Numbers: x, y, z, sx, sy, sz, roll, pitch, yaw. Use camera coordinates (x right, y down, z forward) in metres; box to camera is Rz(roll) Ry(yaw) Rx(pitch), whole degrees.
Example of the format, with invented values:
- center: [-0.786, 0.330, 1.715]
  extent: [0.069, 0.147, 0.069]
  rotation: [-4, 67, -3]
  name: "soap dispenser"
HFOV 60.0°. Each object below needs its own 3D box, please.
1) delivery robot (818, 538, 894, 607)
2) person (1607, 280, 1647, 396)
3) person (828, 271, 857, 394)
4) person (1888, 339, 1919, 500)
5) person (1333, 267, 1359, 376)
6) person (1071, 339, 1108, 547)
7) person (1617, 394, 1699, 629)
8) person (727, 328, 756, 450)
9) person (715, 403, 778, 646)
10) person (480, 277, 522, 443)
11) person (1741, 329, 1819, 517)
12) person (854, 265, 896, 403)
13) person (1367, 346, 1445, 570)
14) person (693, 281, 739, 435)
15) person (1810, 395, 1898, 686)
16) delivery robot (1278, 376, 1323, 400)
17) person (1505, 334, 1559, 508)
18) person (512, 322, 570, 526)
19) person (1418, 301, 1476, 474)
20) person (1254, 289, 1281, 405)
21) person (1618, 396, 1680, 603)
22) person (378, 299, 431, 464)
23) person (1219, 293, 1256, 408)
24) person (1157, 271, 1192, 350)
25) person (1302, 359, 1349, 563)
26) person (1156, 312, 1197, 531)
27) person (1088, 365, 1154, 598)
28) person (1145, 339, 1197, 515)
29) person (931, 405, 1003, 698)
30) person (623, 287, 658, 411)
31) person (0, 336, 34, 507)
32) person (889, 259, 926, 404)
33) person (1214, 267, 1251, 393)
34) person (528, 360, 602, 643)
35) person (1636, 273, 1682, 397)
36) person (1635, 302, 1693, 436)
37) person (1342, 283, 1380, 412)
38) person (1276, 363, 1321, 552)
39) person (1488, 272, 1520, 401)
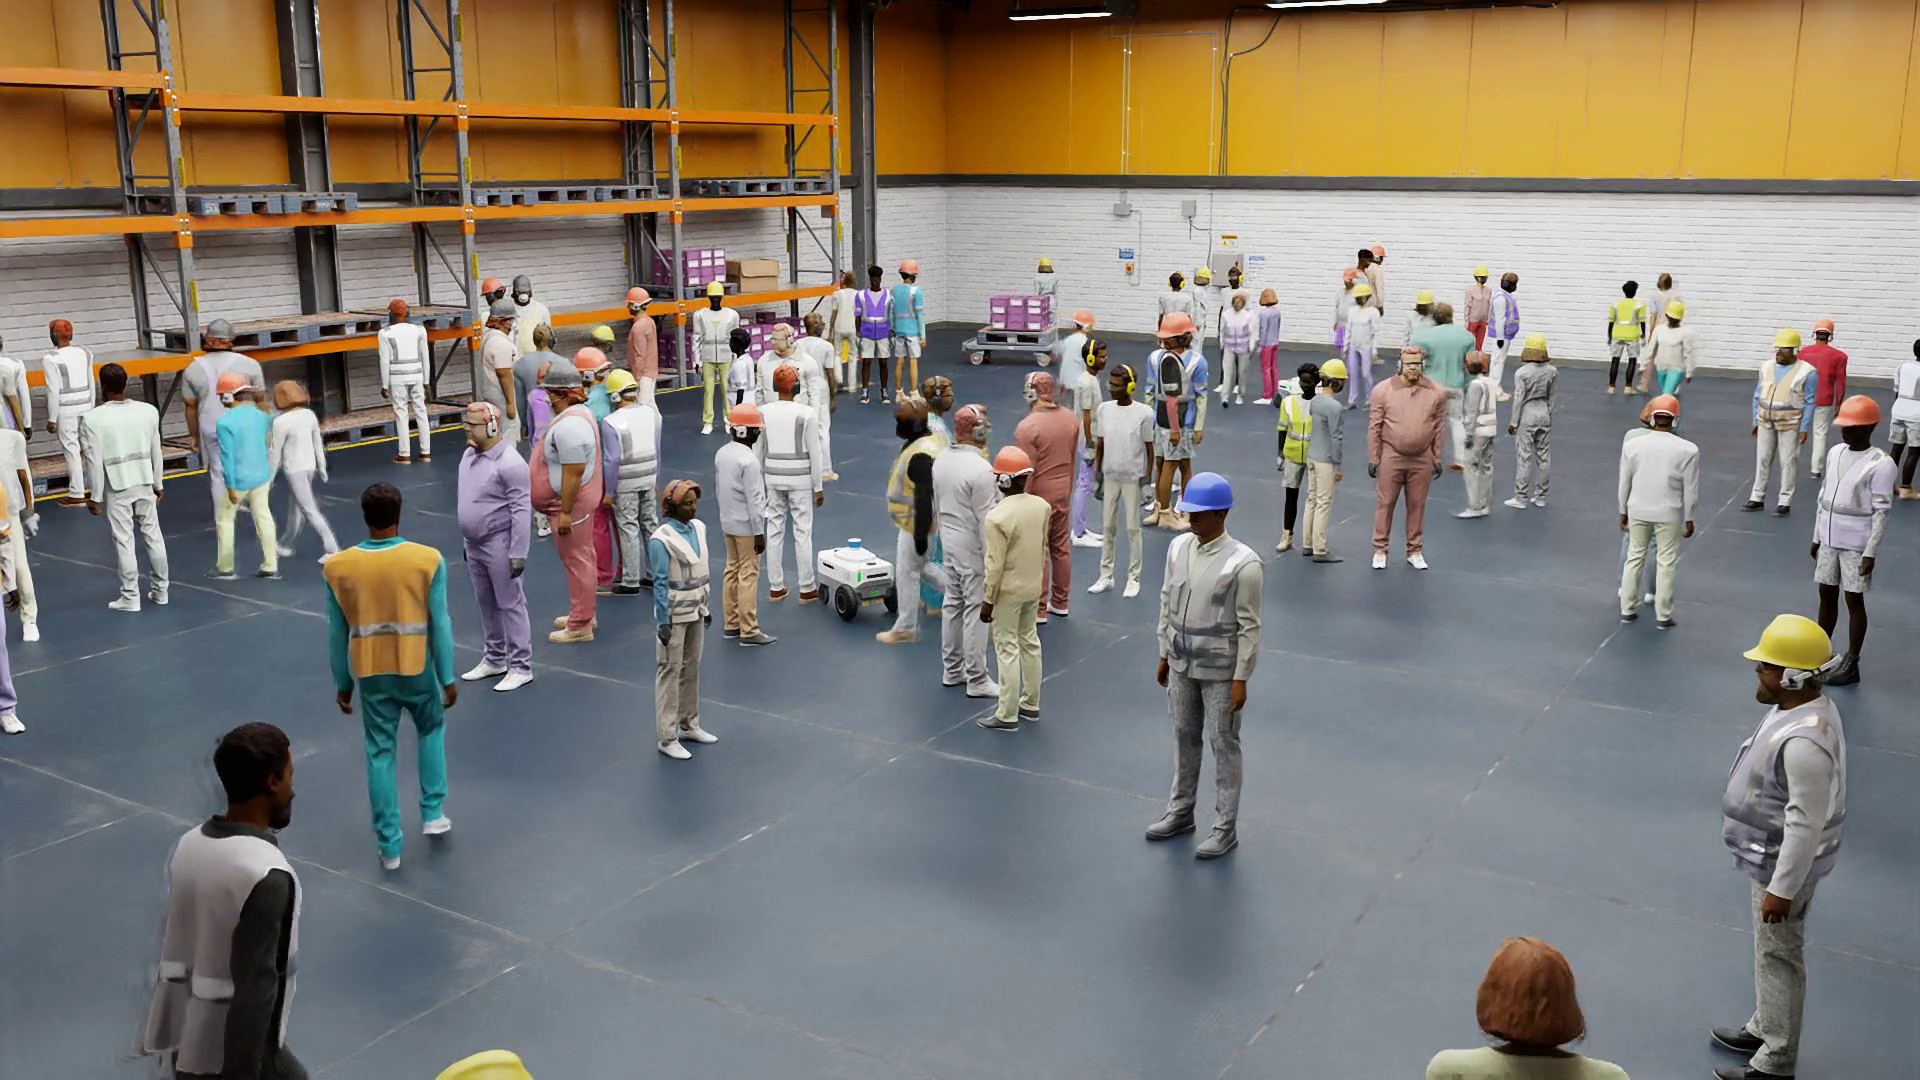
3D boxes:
- center: [-0.812, 0.232, 12.850]
  extent: [0.477, 0.478, 0.707]
  rotation: [-8, 15, -31]
  name: "delivery robot"
- center: [9.788, -2.958, 24.422]
  extent: [0.568, 1.687, 0.320]
  rotation: [12, 18, 42]
  name: "person"
- center: [-1.653, -3.018, 24.373]
  extent: [0.561, 1.823, 0.795]
  rotation: [-1, 13, -3]
  name: "person"
- center: [9.731, -1.244, 16.981]
  extent: [0.319, 1.687, 0.539]
  rotation: [-3, 13, -12]
  name: "person"
- center: [6.228, -3.489, 26.601]
  extent: [0.458, 1.735, 0.578]
  rotation: [-9, 16, -33]
  name: "person"
- center: [1.165, -0.876, 14.985]
  extent: [0.309, 1.868, 0.535]
  rotation: [1, 13, 3]
  name: "person"
- center: [5.199, -0.217, 12.402]
  extent: [0.567, 1.743, 0.353]
  rotation: [11, 17, 40]
  name: "person"
- center: [-2.306, -1.393, 17.604]
  extent: [0.318, 1.697, 0.535]
  rotation: [0, 13, 1]
  name: "person"
- center: [-1.537, -0.118, 11.951]
  extent: [0.333, 1.747, 0.574]
  rotation: [-8, 15, -32]
  name: "person"
- center: [-5.590, -2.155, 20.163]
  extent: [0.383, 2.037, 0.611]
  rotation: [6, 14, 23]
  name: "person"
- center: [7.999, -1.144, 16.221]
  extent: [0.404, 1.834, 0.591]
  rotation: [-9, 16, -34]
  name: "person"
- center: [-1.201, -2.916, 23.634]
  extent: [0.603, 1.959, 0.374]
  rotation: [-1, 13, -3]
  name: "person"
- center: [3.780, -0.692, 14.101]
  extent: [0.651, 1.907, 0.409]
  rotation: [0, 13, 0]
  name: "person"
- center: [-3.067, -2.292, 20.992]
  extent: [0.588, 1.930, 0.362]
  rotation: [-1, 13, -6]
  name: "person"
- center: [5.869, 0.000, 11.034]
  extent: [0.358, 1.938, 0.542]
  rotation: [-4, 14, -16]
  name: "person"
- center: [4.765, -2.107, 22.984]
  extent: [0.707, 0.478, 0.477]
  rotation: [-6, 14, -21]
  name: "delivery robot"
- center: [5.705, -1.187, 16.626]
  extent: [0.483, 1.736, 0.311]
  rotation: [-4, 14, -17]
  name: "person"
- center: [-3.889, -1.083, 15.728]
  extent: [0.627, 1.941, 0.370]
  rotation: [4, 14, 16]
  name: "person"
- center: [5.358, -1.677, 18.369]
  extent: [0.644, 1.908, 0.412]
  rotation: [-1, 13, -3]
  name: "person"
- center: [4.366, -2.740, 23.584]
  extent: [0.268, 1.632, 0.507]
  rotation: [11, 17, 39]
  name: "person"
- center: [5.434, -0.323, 13.098]
  extent: [0.267, 1.632, 0.509]
  rotation: [-10, 16, -36]
  name: "person"
- center: [-6.326, -1.802, 18.969]
  extent: [0.575, 1.882, 0.361]
  rotation: [-11, 17, -39]
  name: "person"
- center: [3.867, -2.647, 23.268]
  extent: [0.526, 1.580, 0.888]
  rotation: [5, 14, 19]
  name: "person"
- center: [3.059, -2.872, 23.648]
  extent: [0.515, 1.867, 0.328]
  rotation: [5, 14, 22]
  name: "person"
- center: [3.175, -0.683, 14.393]
  extent: [0.338, 1.761, 0.525]
  rotation: [-3, 13, -11]
  name: "person"
- center: [2.026, -1.114, 15.623]
  extent: [0.364, 2.048, 0.608]
  rotation: [2, 13, 8]
  name: "person"
- center: [1.295, -0.470, 13.231]
  extent: [0.513, 1.866, 0.331]
  rotation: [7, 15, 29]
  name: "person"
- center: [2.086, -1.185, 16.321]
  extent: [0.534, 1.869, 0.311]
  rotation: [9, 16, 34]
  name: "person"
- center: [0.086, 0.071, 10.795]
  extent: [0.410, 1.907, 0.643]
  rotation: [-8, 15, -30]
  name: "person"
- center: [-3.672, -1.915, 19.213]
  extent: [0.382, 1.994, 0.613]
  rotation: [0, 13, 1]
  name: "person"
- center: [-9.162, -1.087, 15.867]
  extent: [0.342, 1.881, 0.587]
  rotation: [9, 16, 35]
  name: "person"
- center: [-0.719, -2.938, 23.545]
  extent: [0.614, 2.043, 0.373]
  rotation: [10, 16, 36]
  name: "person"
- center: [4.052, -3.113, 24.682]
  extent: [0.515, 1.873, 0.329]
  rotation: [8, 15, 30]
  name: "person"
- center: [-2.863, -0.285, 12.043]
  extent: [0.538, 2.000, 0.685]
  rotation: [-1, 13, -5]
  name: "person"
- center: [10.354, -3.004, 24.401]
  extent: [0.533, 1.798, 0.974]
  rotation: [-1, 13, -4]
  name: "person"
- center: [8.656, -2.067, 20.450]
  extent: [0.857, 1.705, 0.551]
  rotation: [-7, 15, -29]
  name: "person"
- center: [5.517, -2.650, 22.914]
  extent: [0.328, 1.768, 0.534]
  rotation: [-10, 16, -37]
  name: "person"
- center: [3.047, -0.715, 14.663]
  extent: [0.541, 1.696, 0.316]
  rotation: [6, 14, 23]
  name: "person"
- center: [7.833, -2.929, 23.964]
  extent: [0.430, 1.837, 0.624]
  rotation: [6, 14, 26]
  name: "person"
